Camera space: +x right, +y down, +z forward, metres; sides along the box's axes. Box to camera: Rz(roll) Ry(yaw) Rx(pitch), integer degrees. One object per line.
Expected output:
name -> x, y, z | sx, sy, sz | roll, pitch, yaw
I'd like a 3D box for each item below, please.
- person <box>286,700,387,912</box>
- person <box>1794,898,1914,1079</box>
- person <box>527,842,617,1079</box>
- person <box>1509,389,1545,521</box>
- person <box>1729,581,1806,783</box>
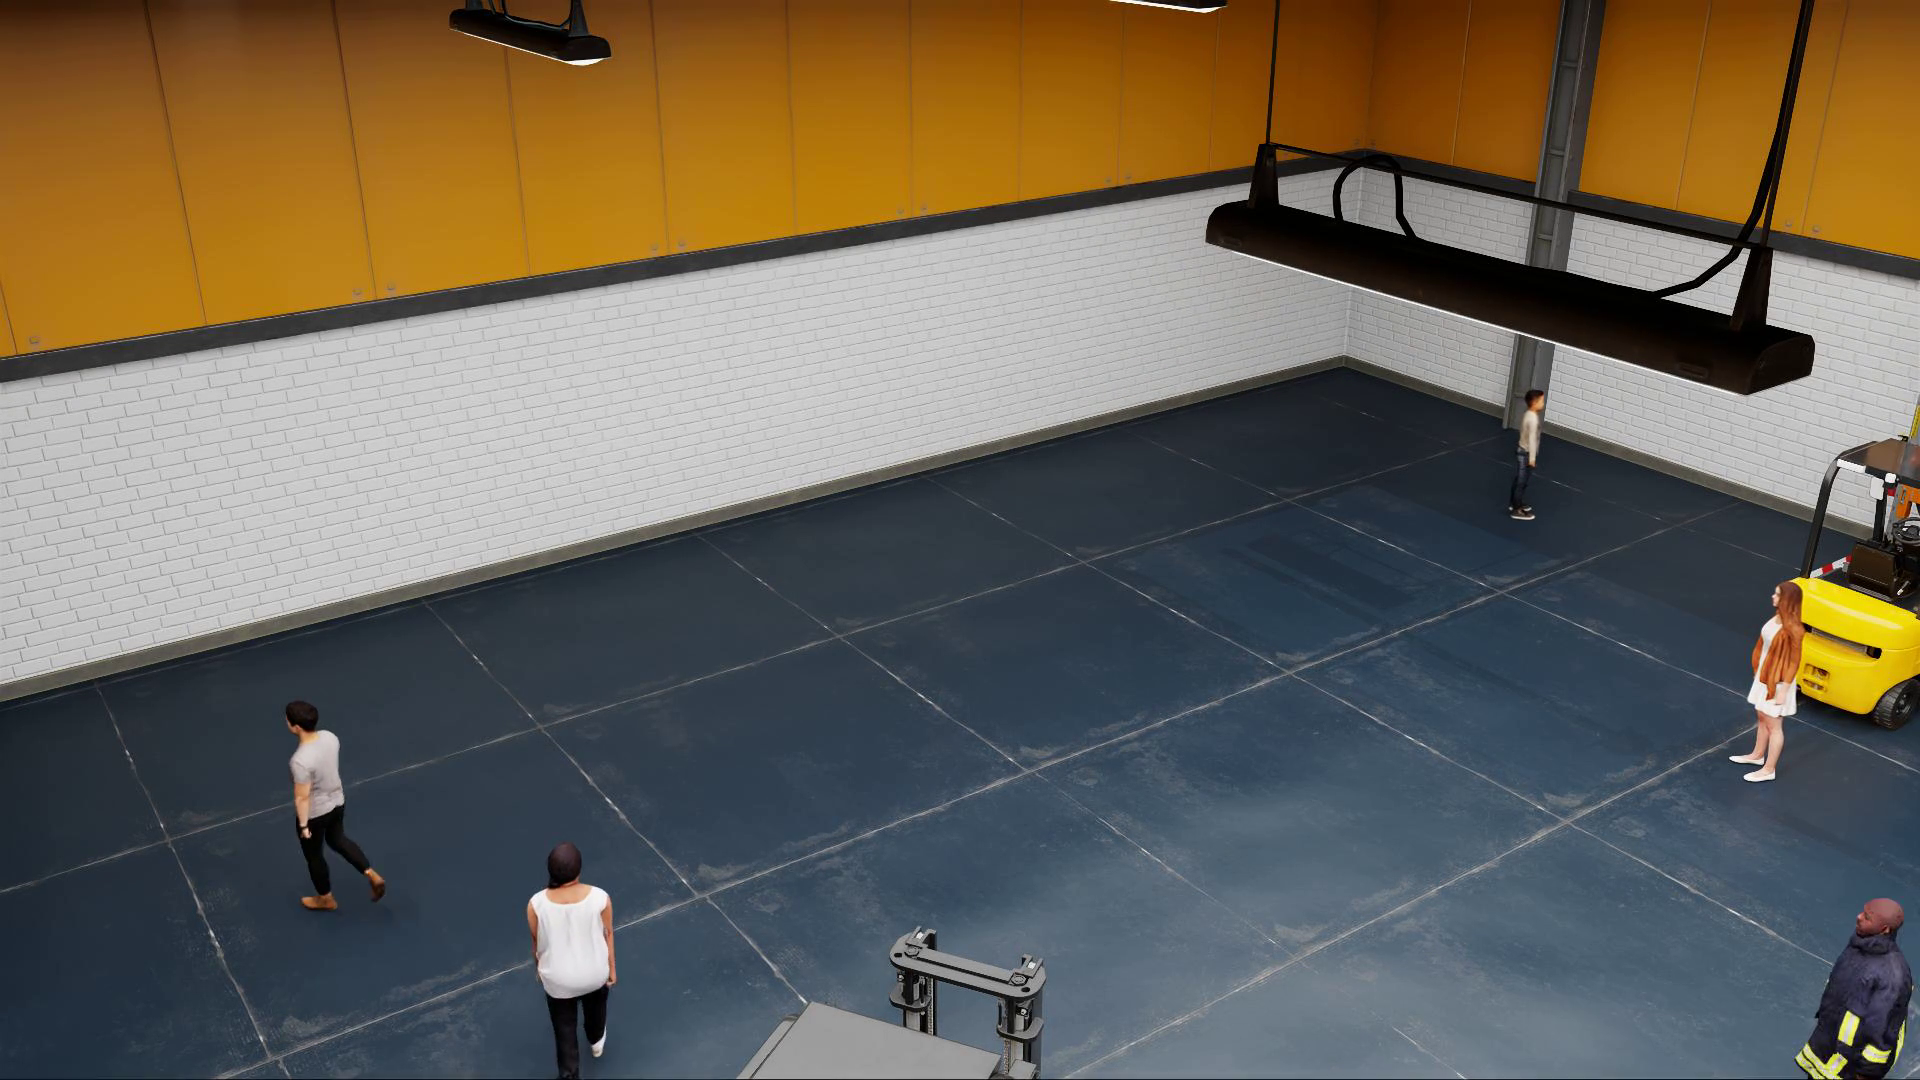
person -> -4.396, 1.875, 11.598 | 1.006, 1.706, 0.893 | 8, 25, 18
person -> 5.129, 2.798, 9.354 | 1.087, 1.812, 1.032 | 3, 24, 8
person -> -2.331, 2.595, 10.008 | 0.946, 1.659, 1.152 | -4, 24, -8
person -> 6.258, -0.963, 18.395 | 0.694, 1.462, 0.637 | 4, 24, 9
person -> 6.535, 1.117, 13.314 | 0.784, 1.720, 0.702 | 1, 24, 3
